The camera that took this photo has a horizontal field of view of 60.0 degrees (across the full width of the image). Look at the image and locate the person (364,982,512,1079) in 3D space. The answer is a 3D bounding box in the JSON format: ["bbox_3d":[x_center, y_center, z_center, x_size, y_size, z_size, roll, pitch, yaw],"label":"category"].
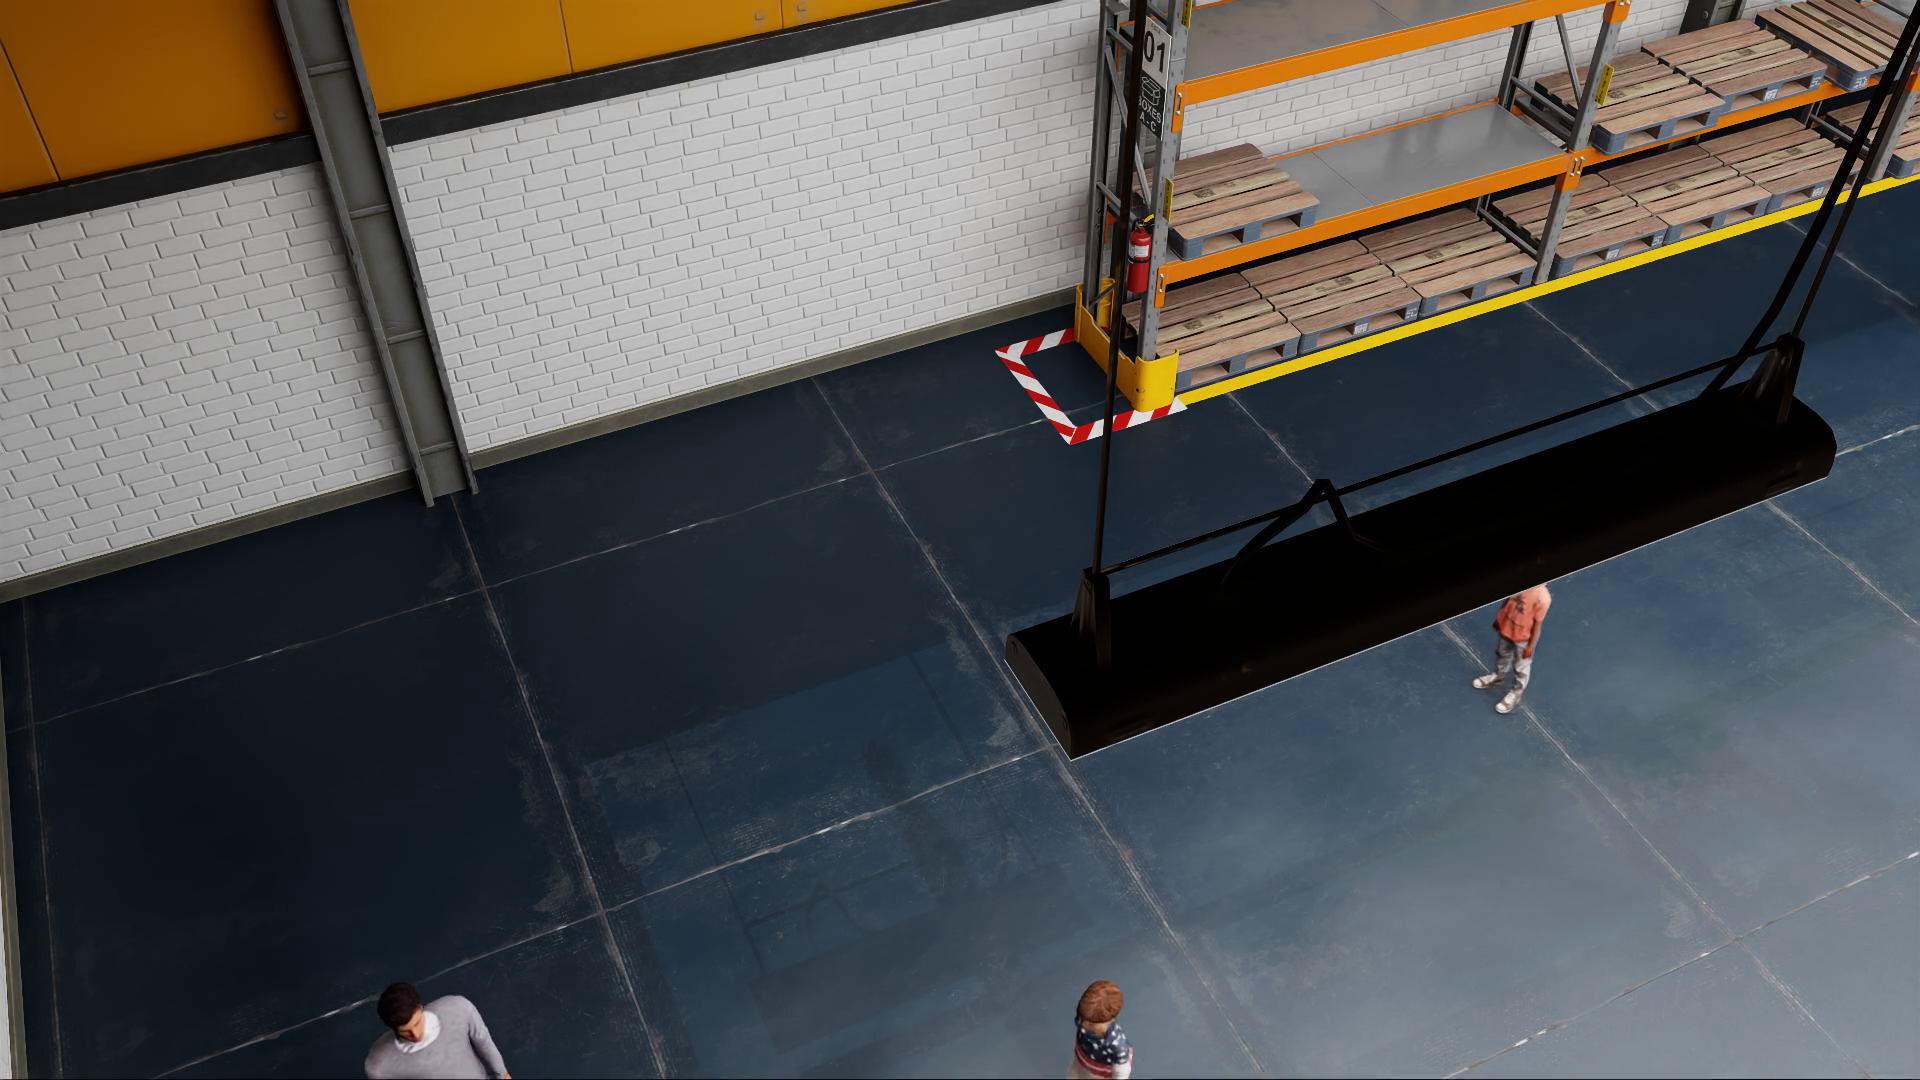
[{"bbox_3d":[-2.512,2.648,8.086,1.130,1.896,1.023,-33,53,-30],"label":"person"}]

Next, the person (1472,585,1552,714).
[{"bbox_3d":[3.613,0.560,10.707,0.465,1.305,0.475,-18,46,-18],"label":"person"}]

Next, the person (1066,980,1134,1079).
[{"bbox_3d":[0.752,2.665,8.418,0.749,1.413,1.012,34,53,31],"label":"person"}]
